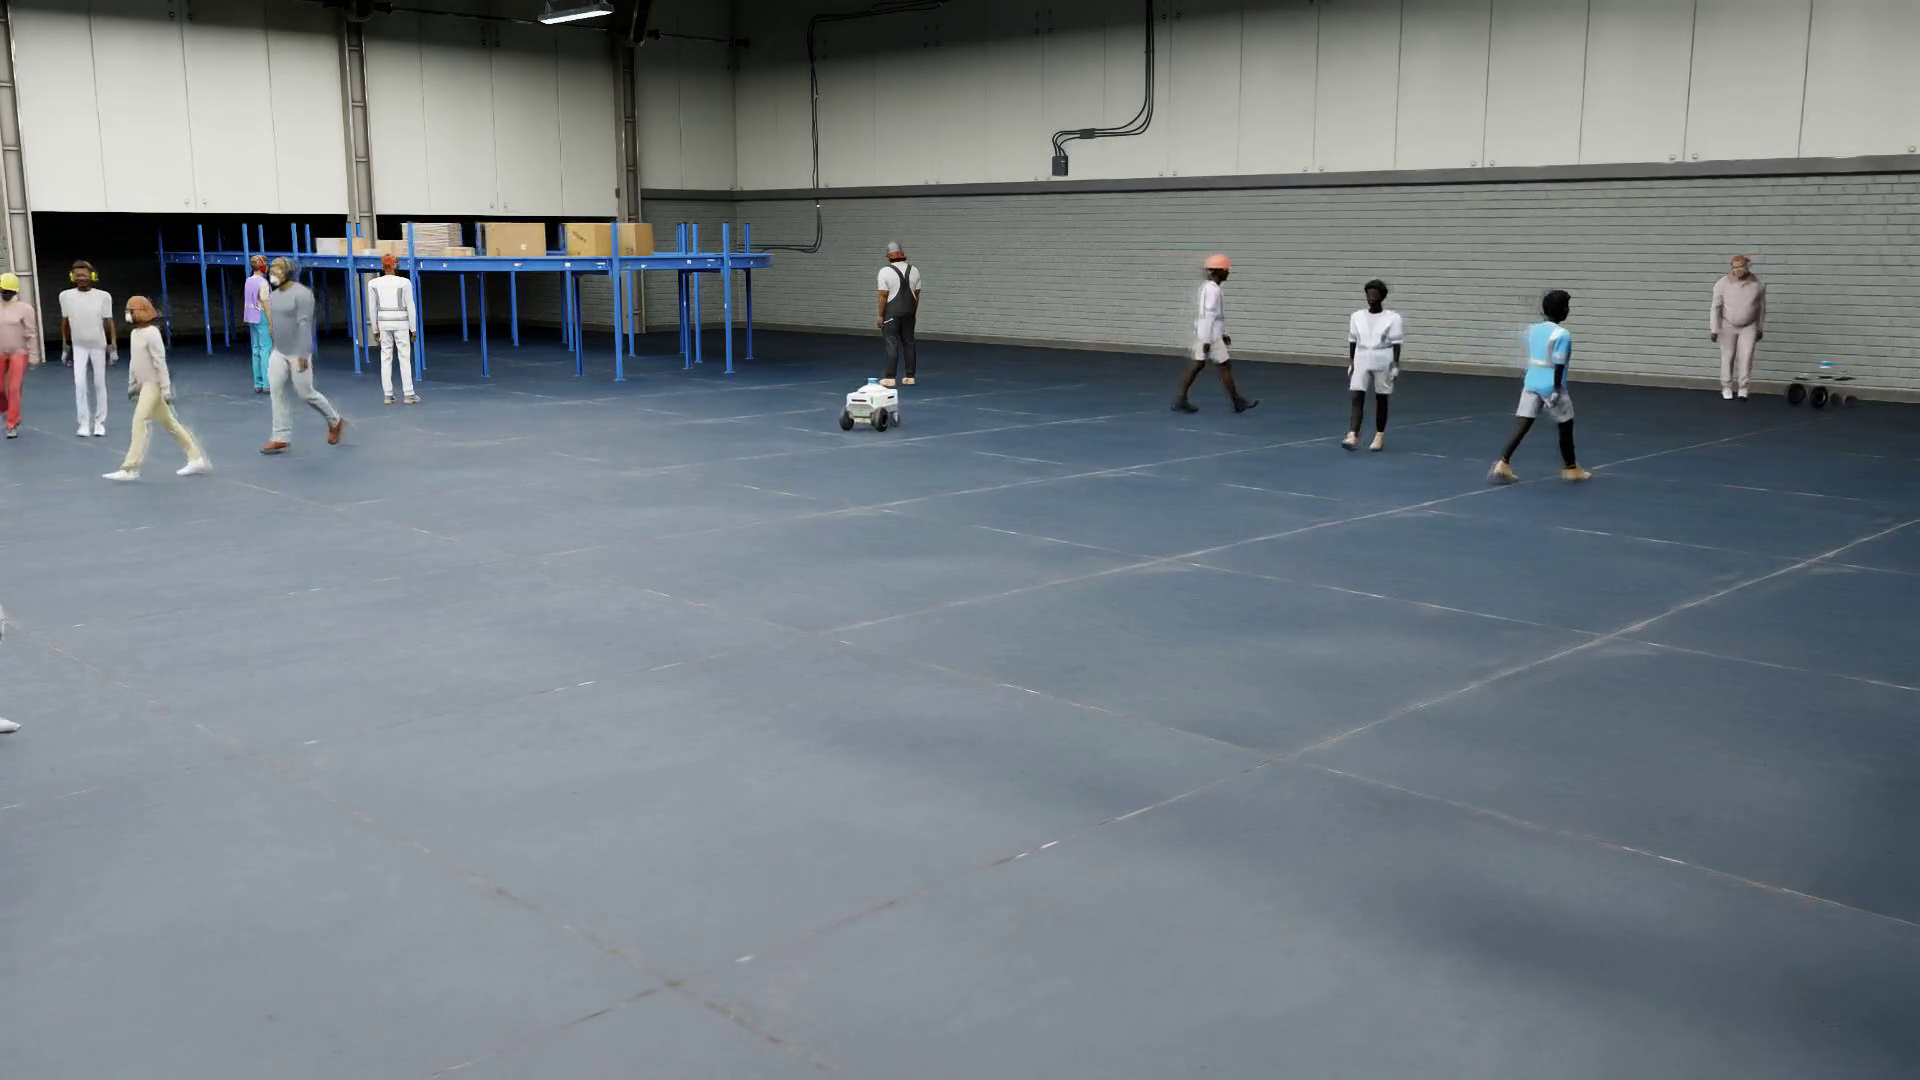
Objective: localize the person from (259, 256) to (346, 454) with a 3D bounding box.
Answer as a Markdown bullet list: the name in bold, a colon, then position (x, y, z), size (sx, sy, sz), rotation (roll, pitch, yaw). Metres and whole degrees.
- **person**: position (-6.533, -1.833, 16.395), size (0.633, 1.912, 0.850), rotation (5, 12, 27)

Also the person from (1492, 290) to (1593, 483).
- **person**: position (4.998, -1.307, 14.224), size (0.881, 1.652, 0.534), rotation (-4, 11, -20)

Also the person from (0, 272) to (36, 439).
- **person**: position (-10.048, -1.960, 17.581), size (0.552, 1.731, 0.497), rotation (-3, 11, -18)

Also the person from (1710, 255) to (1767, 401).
- **person**: position (9.952, -2.703, 21.278), size (0.669, 1.859, 0.936), rotation (4, 11, 20)

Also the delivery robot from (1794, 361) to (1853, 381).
- **delivery robot**: position (10.795, -2.115, 20.765), size (0.698, 0.223, 0.335), rotation (-2, 11, -11)

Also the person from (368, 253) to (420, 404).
- **person**: position (-7.149, -2.672, 21.018), size (0.573, 1.887, 0.354), rotation (0, 10, 2)

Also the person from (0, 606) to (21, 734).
- **person**: position (-4.184, 0.077, 6.785), size (0.628, 1.608, 0.557), rotation (-2, 11, -11)

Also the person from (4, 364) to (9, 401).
- **person**: position (-11.854, -2.572, 20.354), size (0.363, 1.930, 0.588), rotation (-3, 11, -16)

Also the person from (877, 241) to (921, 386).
- **person**: position (-0.915, -3.193, 23.557), size (0.672, 2.000, 0.536), rotation (-7, 13, -34)

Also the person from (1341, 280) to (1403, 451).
- **person**: position (3.988, -1.675, 16.158), size (0.553, 1.659, 0.800), rotation (6, 12, 28)

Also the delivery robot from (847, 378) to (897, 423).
- **delivery robot**: position (-0.965, -1.539, 18.334), size (0.477, 0.478, 0.707), rotation (4, 11, 21)

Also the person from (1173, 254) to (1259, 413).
- **person**: position (3.040, -2.450, 19.833), size (1.019, 1.885, 0.561), rotation (0, 10, -1)

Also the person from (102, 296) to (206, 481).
- **person**: position (-7.060, -1.333, 14.519), size (0.866, 1.592, 0.519), rotation (-9, 14, -41)

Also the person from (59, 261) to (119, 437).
- **person**: position (-9.110, -1.981, 17.371), size (0.562, 1.837, 0.846), rotation (-4, 11, -20)

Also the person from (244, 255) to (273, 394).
- **person**: position (-9.381, -2.893, 22.334), size (0.570, 1.845, 0.381), rotation (10, 14, 43)
